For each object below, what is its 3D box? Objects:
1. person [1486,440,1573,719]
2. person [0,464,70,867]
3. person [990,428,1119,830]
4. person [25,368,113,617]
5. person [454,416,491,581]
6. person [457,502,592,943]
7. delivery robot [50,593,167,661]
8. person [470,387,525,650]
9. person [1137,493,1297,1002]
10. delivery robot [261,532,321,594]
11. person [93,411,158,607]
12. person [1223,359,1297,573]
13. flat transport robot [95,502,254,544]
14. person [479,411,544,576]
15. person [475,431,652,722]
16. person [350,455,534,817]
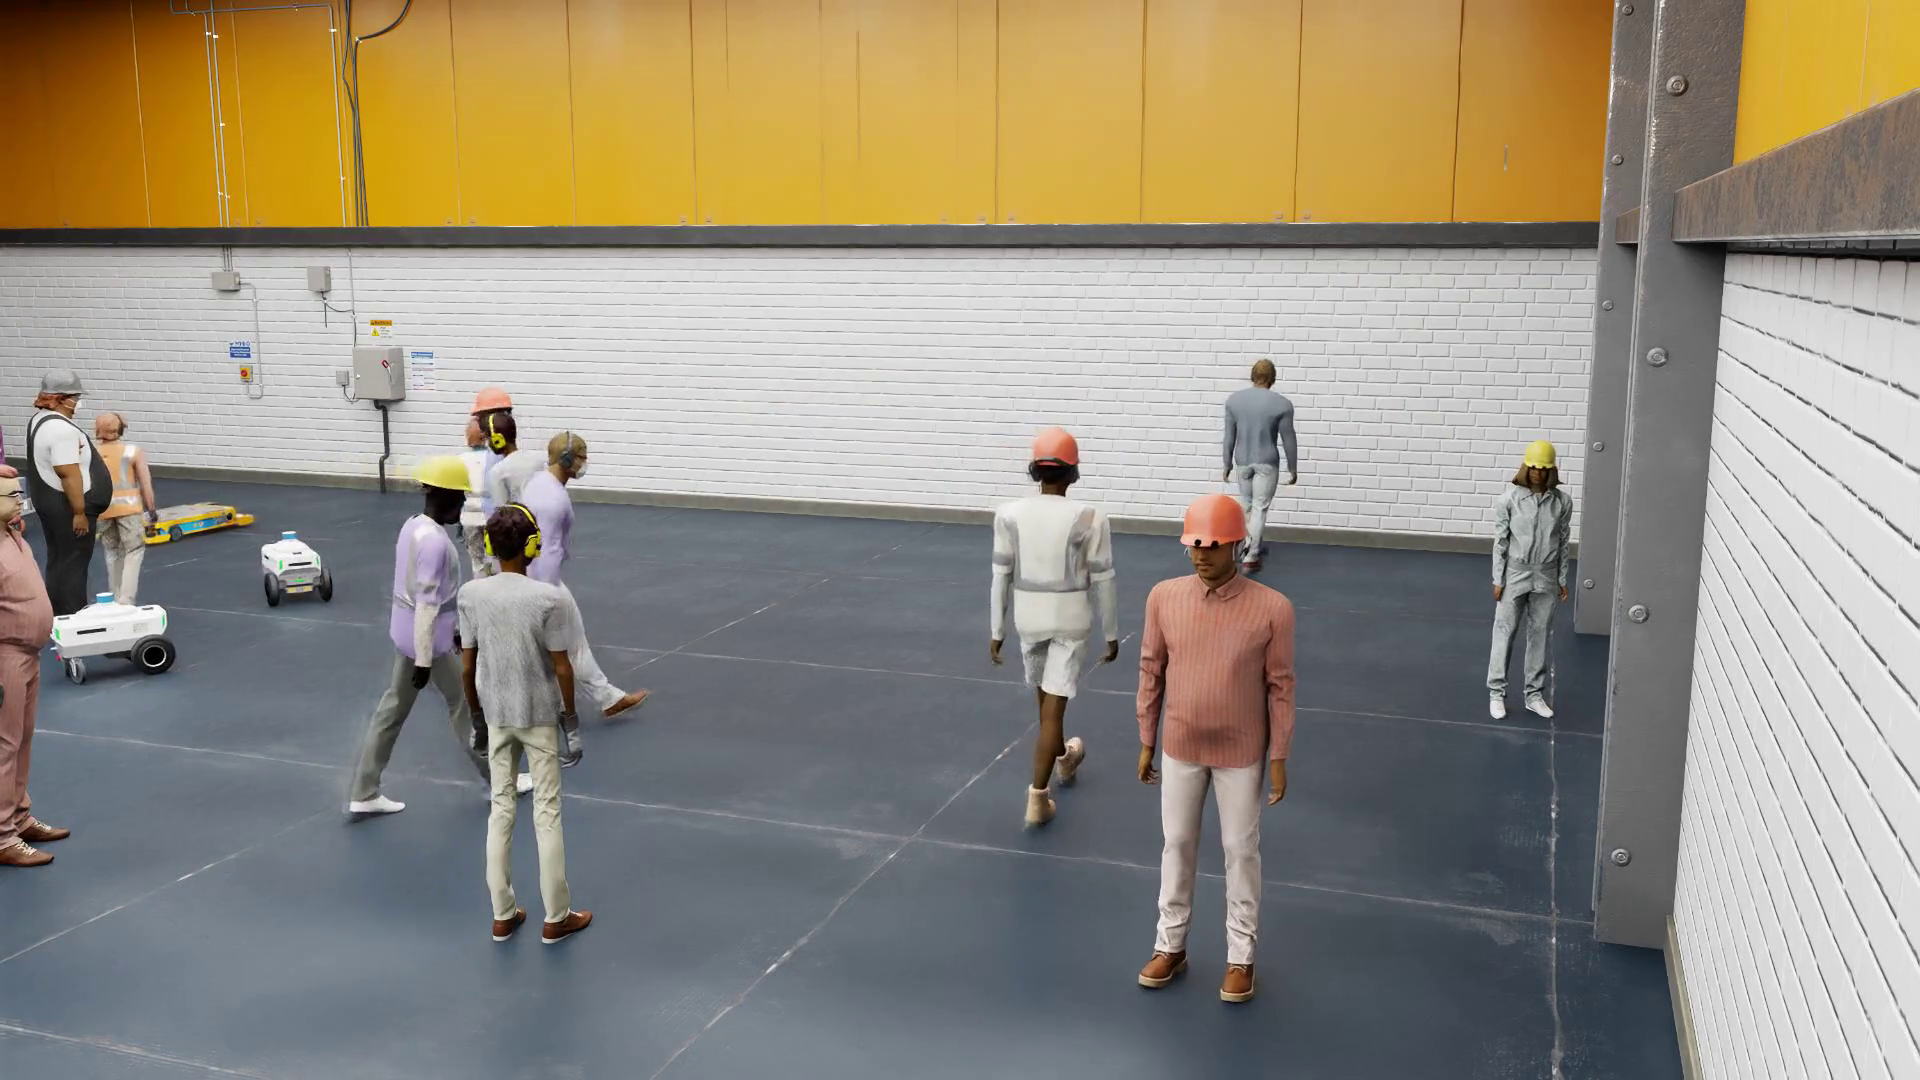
[{"bbox_3d":[3.531,0.247,10.272,0.489,1.741,0.321,-1,10,-4],"label":"person"},{"bbox_3d":[-4.517,0.586,7.905,0.405,1.904,0.653,-3,10,-15],"label":"person"},{"bbox_3d":[0.517,0.416,8.609,0.635,1.987,1.022,4,11,23],"label":"person"},{"bbox_3d":[-6.540,-0.258,12.270,0.536,2.000,0.688,-10,14,-44],"label":"person"},{"bbox_3d":[-3.636,-0.126,12.700,0.520,1.617,0.646,0,10,-1],"label":"person"},{"bbox_3d":[-1.825,0.769,6.978,0.510,1.870,0.328,2,10,10],"label":"person"},{"bbox_3d":[-5.814,0.604,11.339,0.707,0.478,0.477,-7,12,-35],"label":"delivery robot"},{"bbox_3d":[-3.234,-0.115,11.865,0.435,1.923,0.562,-5,11,-24],"label":"person"},{"bbox_3d":[0.976,0.800,6.443,0.618,1.993,0.396,5,11,24],"label":"person"},{"bbox_3d":[-5.540,0.174,13.762,0.477,0.478,0.707,-7,12,-33],"label":"delivery robot"},{"bbox_3d":[-6.667,-0.203,13.157,0.538,1.626,0.566,0,10,-2],"label":"person"},{"bbox_3d":[2.739,-0.680,15.027,0.654,1.901,0.836,6,12,32],"label":"person"},{"bbox_3d":[-7.928,-0.179,16.811,0.652,0.197,1.431,4,11,20],"label":"flat transport robot"},{"bbox_3d":[-2.906,0.056,11.066,0.418,1.839,0.603,4,11,24],"label":"person"},{"bbox_3d":[-2.463,0.273,9.922,1.183,1.830,0.642,-3,10,-16],"label":"person"},{"bbox_3d":[-2.702,0.498,8.540,1.019,1.860,0.610,-6,12,-30],"label":"person"}]
